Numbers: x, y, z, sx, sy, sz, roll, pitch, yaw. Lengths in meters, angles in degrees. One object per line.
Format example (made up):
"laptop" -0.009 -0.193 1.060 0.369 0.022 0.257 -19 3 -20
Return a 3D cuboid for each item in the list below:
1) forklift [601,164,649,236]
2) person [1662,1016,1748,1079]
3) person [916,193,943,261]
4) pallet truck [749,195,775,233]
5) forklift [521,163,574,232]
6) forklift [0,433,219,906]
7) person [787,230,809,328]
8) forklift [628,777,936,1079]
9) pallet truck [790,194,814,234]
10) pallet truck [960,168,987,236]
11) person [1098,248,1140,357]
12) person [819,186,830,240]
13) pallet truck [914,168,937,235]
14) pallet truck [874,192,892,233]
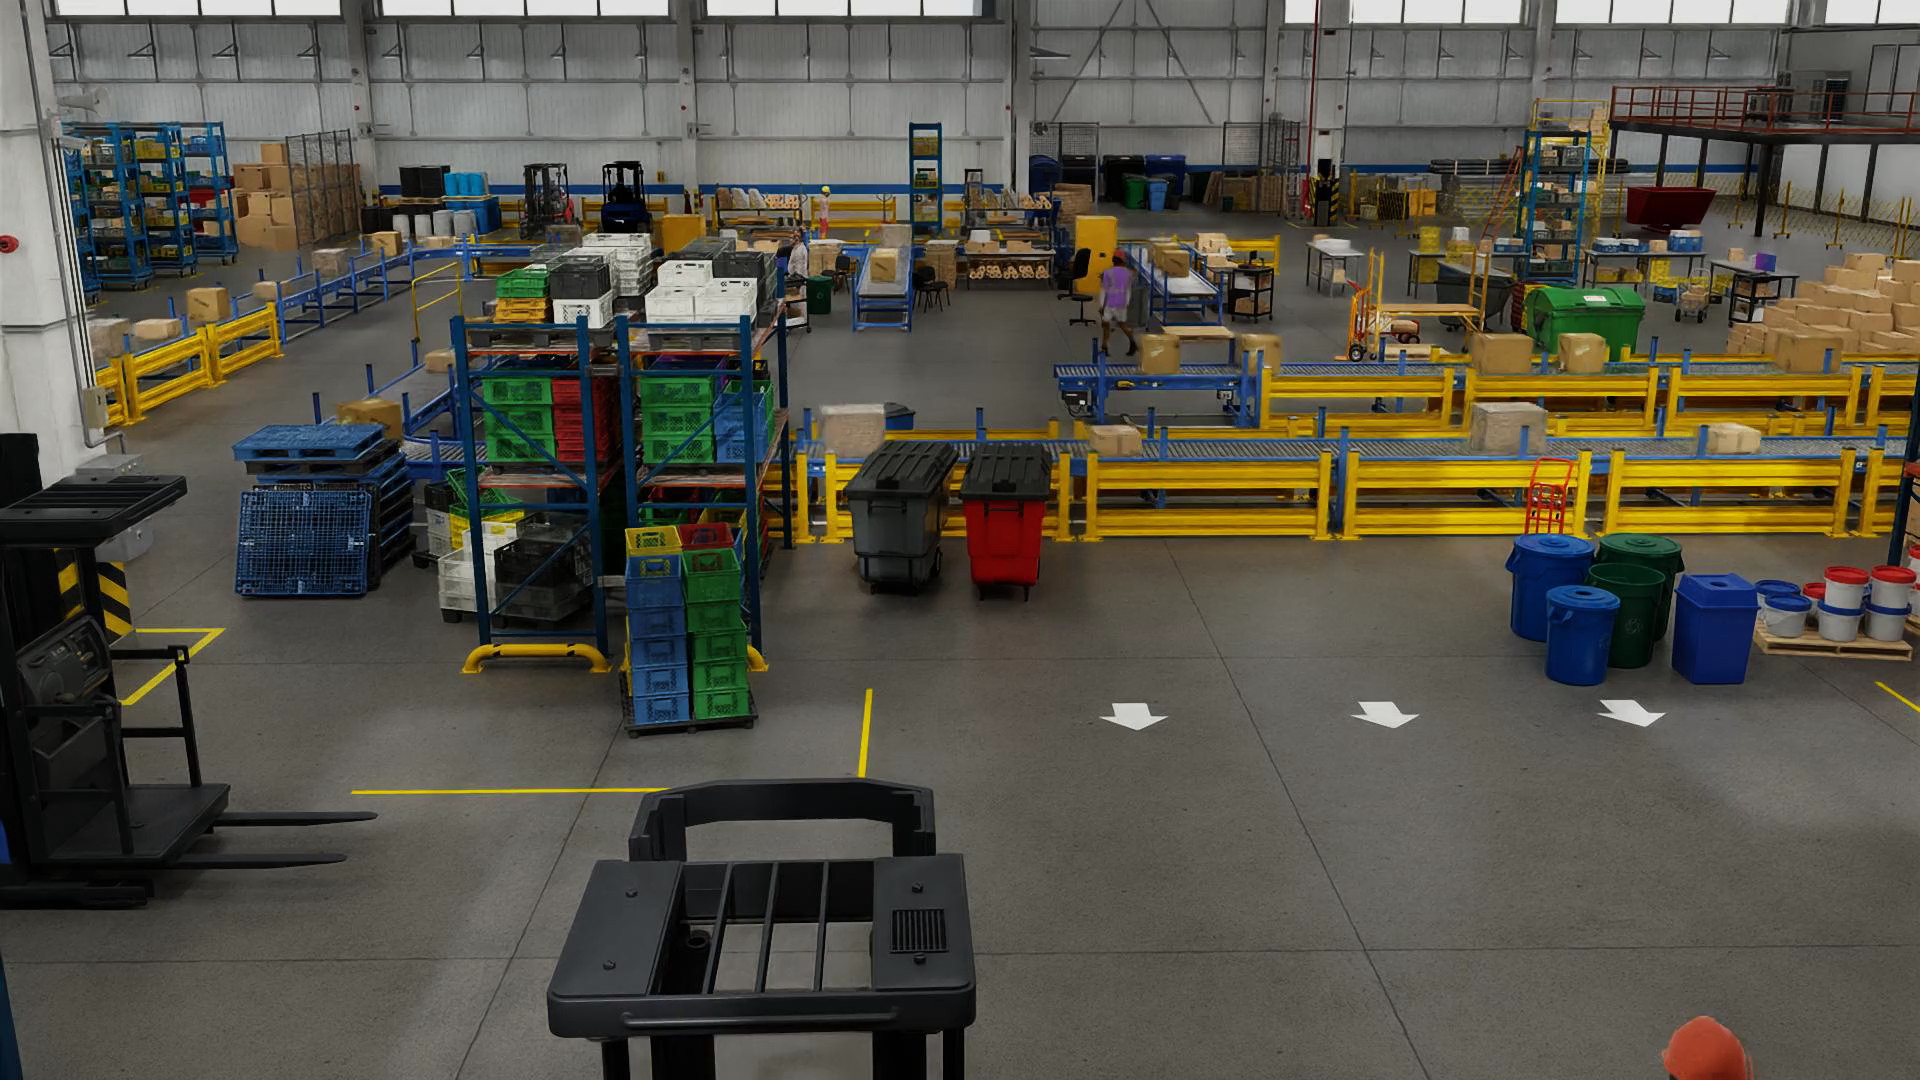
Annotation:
"forklift" -9.948 -10.127 49.296 1.157 1.987 2.680 -1 16 -3
"person" 2.455 2.593 5.596 0.618 2.029 0.611 -2 16 -6
"person" -0.769 -8.054 42.651 0.978 1.994 0.632 3 16 9
"pallet truck" -6.051 -9.967 50.660 0.680 1.201 1.601 0 16 -1
"forklift" -12.233 -10.122 49.298 1.157 1.987 2.680 0 16 -1
"forklift" -5.952 0.780 10.366 1.873 2.768 1.129 0 16 -1
"person" -3.179 -5.112 32.612 0.396 1.899 0.644 -1 16 -3
"forklift" -0.542 2.165 5.552 1.129 2.768 1.873 -1 16 -2
"pallet truck" -4.814 -9.883 50.259 0.704 1.261 1.522 -1 16 -3
"pallet truck" 0.383 -10.230 50.206 0.823 1.965 1.885 -1 16 -3
"person" 2.763 -4.165 29.312 0.638 1.909 0.601 -9 18 -28
"person" -3.715 -8.863 45.882 0.326 1.760 0.524 -6 17 -20
"pallet truck" -0.989 -10.316 50.507 0.823 1.965 1.885 1 16 3
"pallet truck" -2.277 -9.986 50.594 0.653 1.274 1.630 0 16 -1
